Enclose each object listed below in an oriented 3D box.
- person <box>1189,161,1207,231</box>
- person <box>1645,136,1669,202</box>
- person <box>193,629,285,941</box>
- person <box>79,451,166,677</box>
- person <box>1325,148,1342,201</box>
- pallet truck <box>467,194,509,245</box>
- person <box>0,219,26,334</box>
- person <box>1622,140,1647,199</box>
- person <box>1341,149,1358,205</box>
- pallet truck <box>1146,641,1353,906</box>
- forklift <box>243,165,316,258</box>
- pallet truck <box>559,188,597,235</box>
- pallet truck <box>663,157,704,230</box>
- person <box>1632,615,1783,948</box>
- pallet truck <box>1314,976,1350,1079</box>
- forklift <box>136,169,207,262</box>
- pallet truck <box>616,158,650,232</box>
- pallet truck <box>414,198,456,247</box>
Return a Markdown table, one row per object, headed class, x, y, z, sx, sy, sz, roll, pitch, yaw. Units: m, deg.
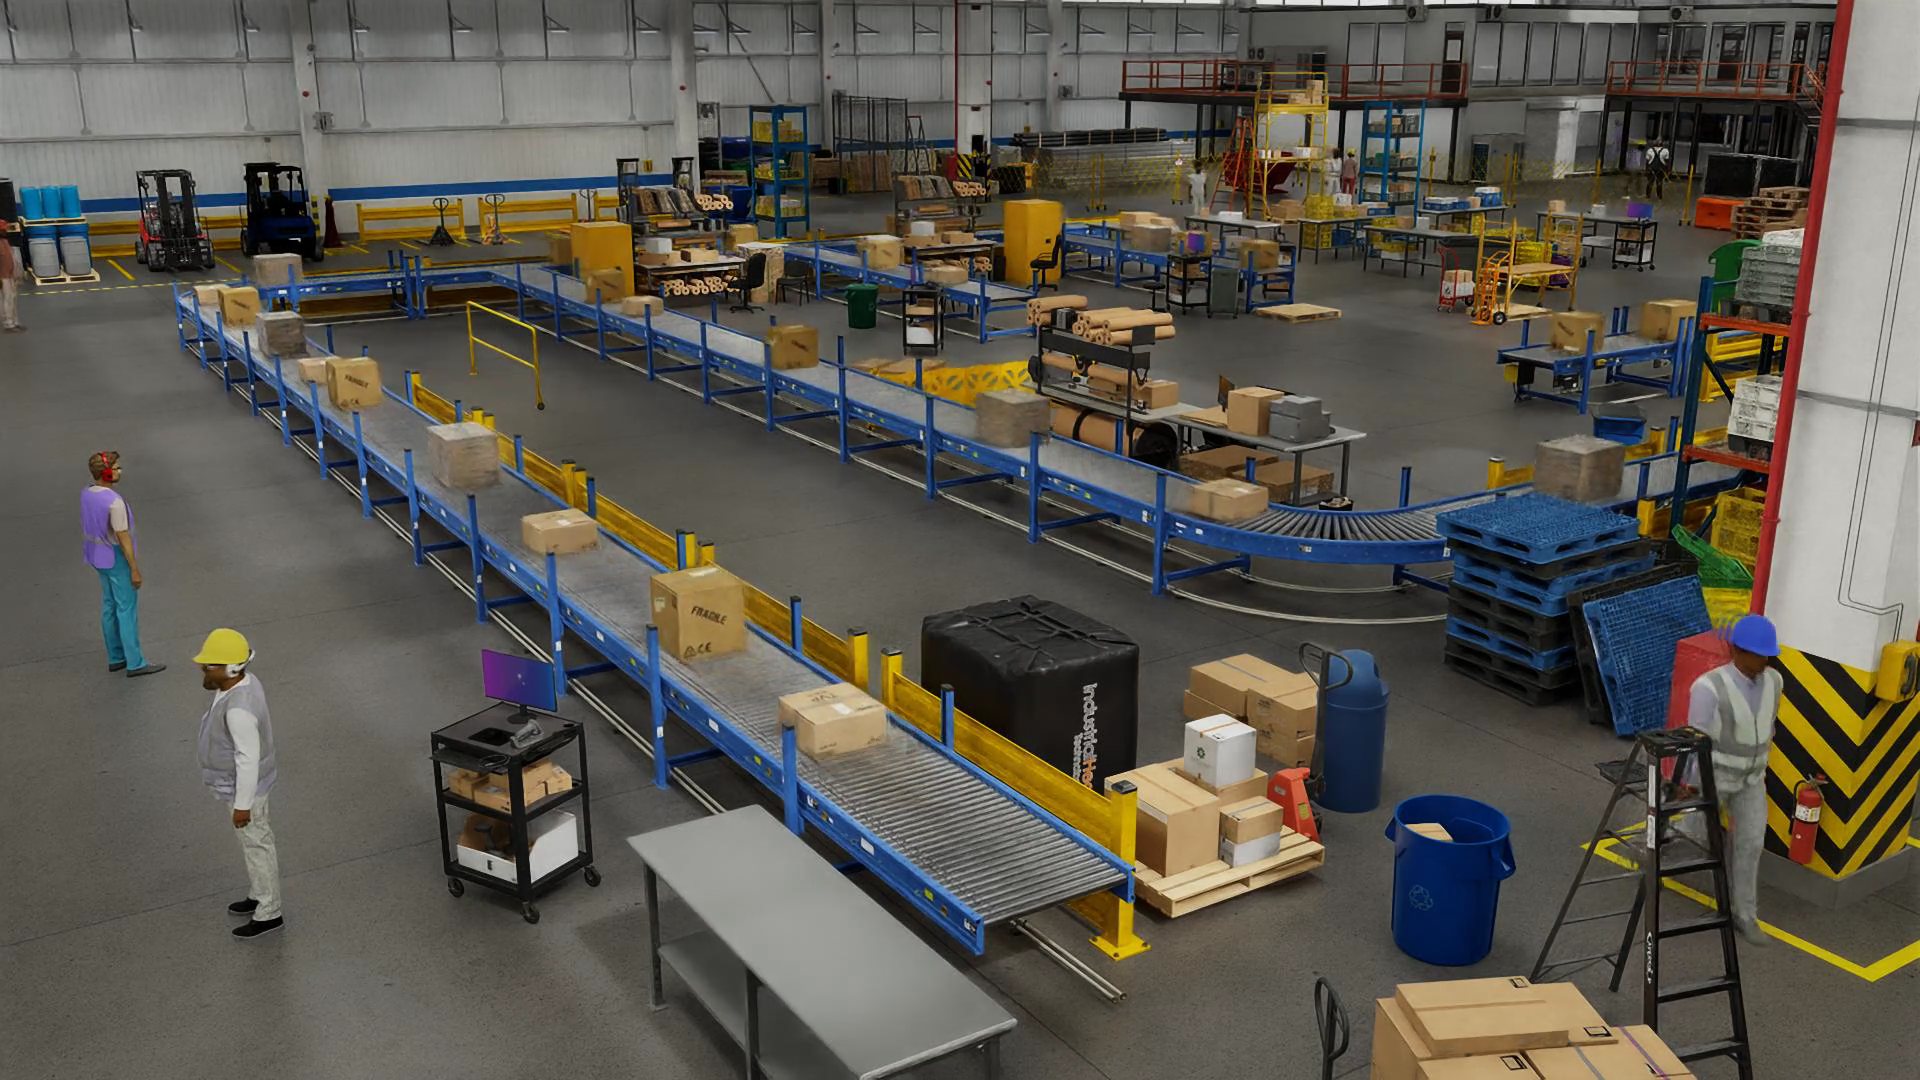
| class | x | y | z | sx | sy | sz | roll | pitch | yaw |
| --- | --- | --- | --- | --- | --- | --- | --- | --- | --- |
| person | 6.405 | -9.227 | 44.668 | 0.560 | 1.852 | 0.392 | -5 | 17 | -16 |
| person | 22.145 | -11.792 | 52.886 | 0.678 | 2.000 | 0.537 | 8 | 19 | 26 |
| person | -4.086 | 1.368 | 9.441 | 0.404 | 1.837 | 0.587 | -7 | 18 | -23 |
| person | -6.771 | 0.197 | 13.323 | 0.569 | 1.845 | 0.384 | 11 | 20 | 34 |
| person | 11.276 | -10.832 | 49.997 | 0.617 | 1.856 | 0.731 | -7 | 18 | -23 |
| pallet truck | -11.983 | -8.177 | 42.137 | 0.704 | 1.261 | 1.522 | -11 | 20 | -33 |
| person | -16.717 | -4.626 | 29.118 | 0.396 | 1.992 | 0.622 | -3 | 17 | -9 |
| person | 21.945 | -11.971 | 53.747 | 0.908 | 1.880 | 0.640 | 8 | 18 | 24 |
| person | 11.957 | -11.102 | 51.081 | 0.521 | 1.759 | 0.346 | 9 | 19 | 29 |
| pallet truck | 1.664 | 1.407 | 10.232 | 1.630 | 1.274 | 0.653 | -10 | 20 | -31 |
| forklift | -15.898 | -7.669 | 38.708 | 1.157 | 1.987 | 2.680 | -11 | 20 | -33 |
| pallet truck | -10.010 | -8.652 | 43.699 | 0.653 | 1.274 | 1.630 | -10 | 20 | -31 |
| pallet truck | -7.586 | -9.308 | 44.692 | 0.823 | 1.965 | 1.885 | -11 | 20 | -33 |
| person | 4.351 | 1.295 | 9.565 | 0.625 | 1.920 | 0.884 | -5 | 17 | -17 |
| pallet truck | 2.299 | 2.390 | 7.086 | 1.601 | 1.201 | 0.680 | -2 | 17 | -7 |
| forklift | -17.842 | -7.318 | 37.559 | 1.157 | 1.987 | 2.680 | -10 | 20 | -31 |
| pallet truck | -8.918 | -9.176 | 44.255 | 0.823 | 1.965 | 1.885 | -9 | 19 | -27 |
| pallet truck | -13.250 | -8.060 | 41.856 | 0.680 | 1.201 | 1.601 | -10 | 20 | -31 |
